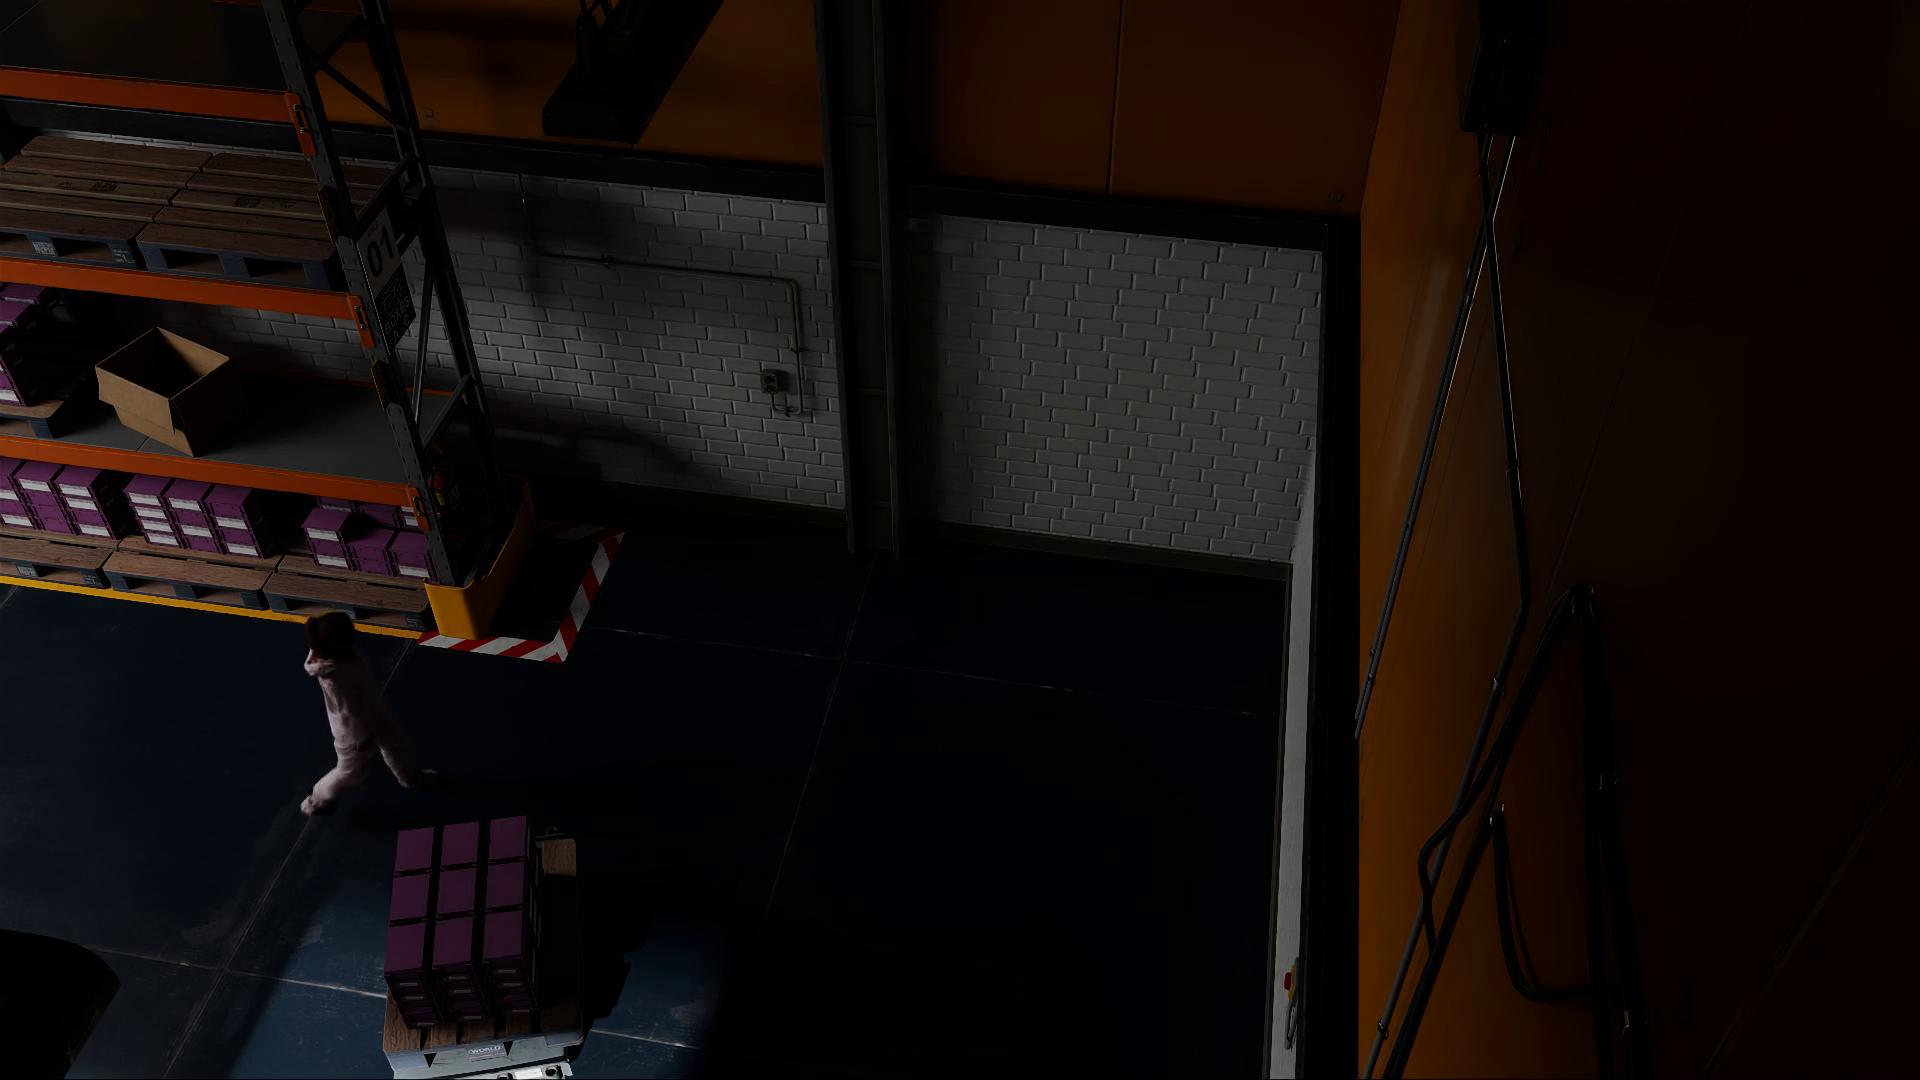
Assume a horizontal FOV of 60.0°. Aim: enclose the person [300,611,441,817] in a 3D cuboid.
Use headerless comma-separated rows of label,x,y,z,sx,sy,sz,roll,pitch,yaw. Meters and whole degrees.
person,-3.711,1.081,9.946,1.146,1.657,0.944,-13,45,-14
